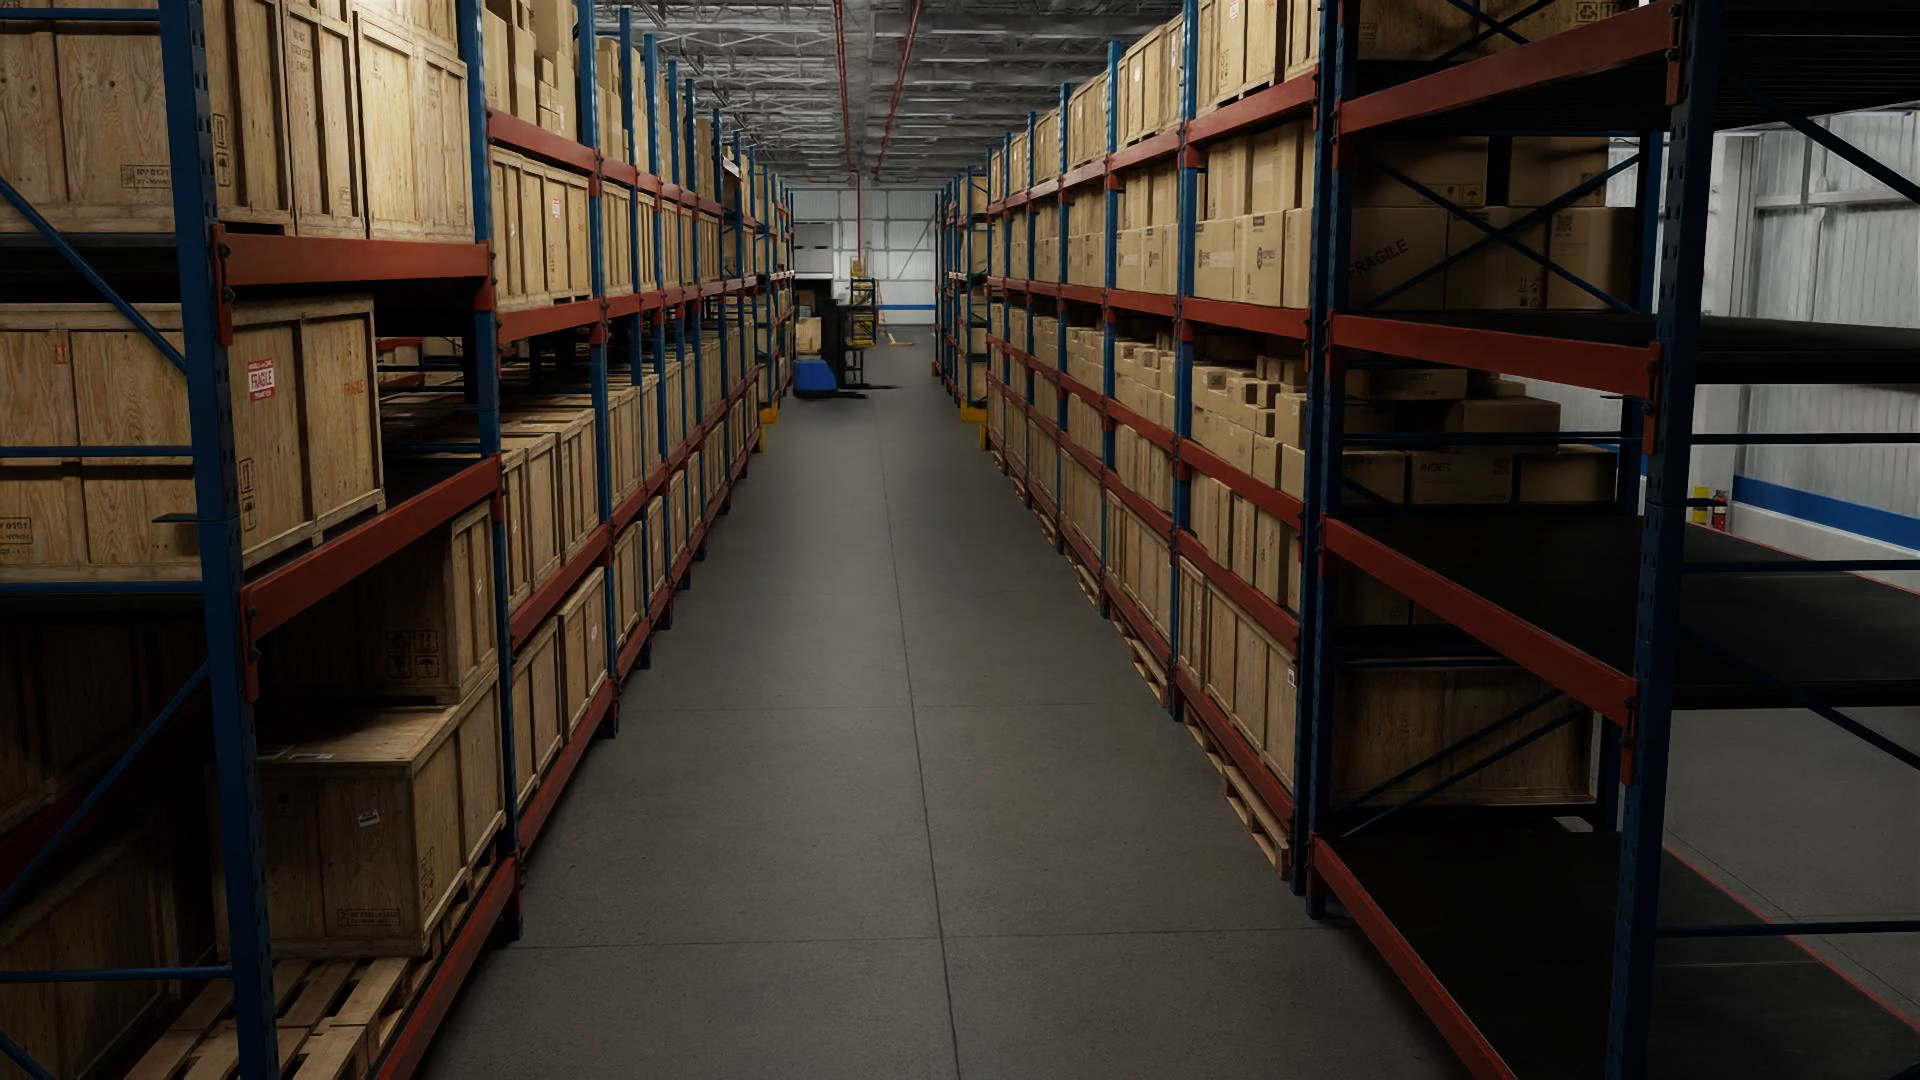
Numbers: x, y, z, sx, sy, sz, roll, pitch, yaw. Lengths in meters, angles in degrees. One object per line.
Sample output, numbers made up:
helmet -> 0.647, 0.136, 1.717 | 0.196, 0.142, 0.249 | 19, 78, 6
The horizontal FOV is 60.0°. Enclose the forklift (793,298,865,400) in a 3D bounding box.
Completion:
forklift -> -3.679, -5.334, 46.329 | 1.873, 2.768, 1.129 | -3, 10, -15

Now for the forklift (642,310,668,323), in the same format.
forklift -> -10.366, -7.063, 56.657 | 1.129, 2.768, 1.873 | -1, 10, -3

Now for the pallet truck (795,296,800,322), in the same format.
pallet truck -> -8.622, -12.439, 91.403 | 1.885, 1.965, 0.823 | 2, 10, 13
